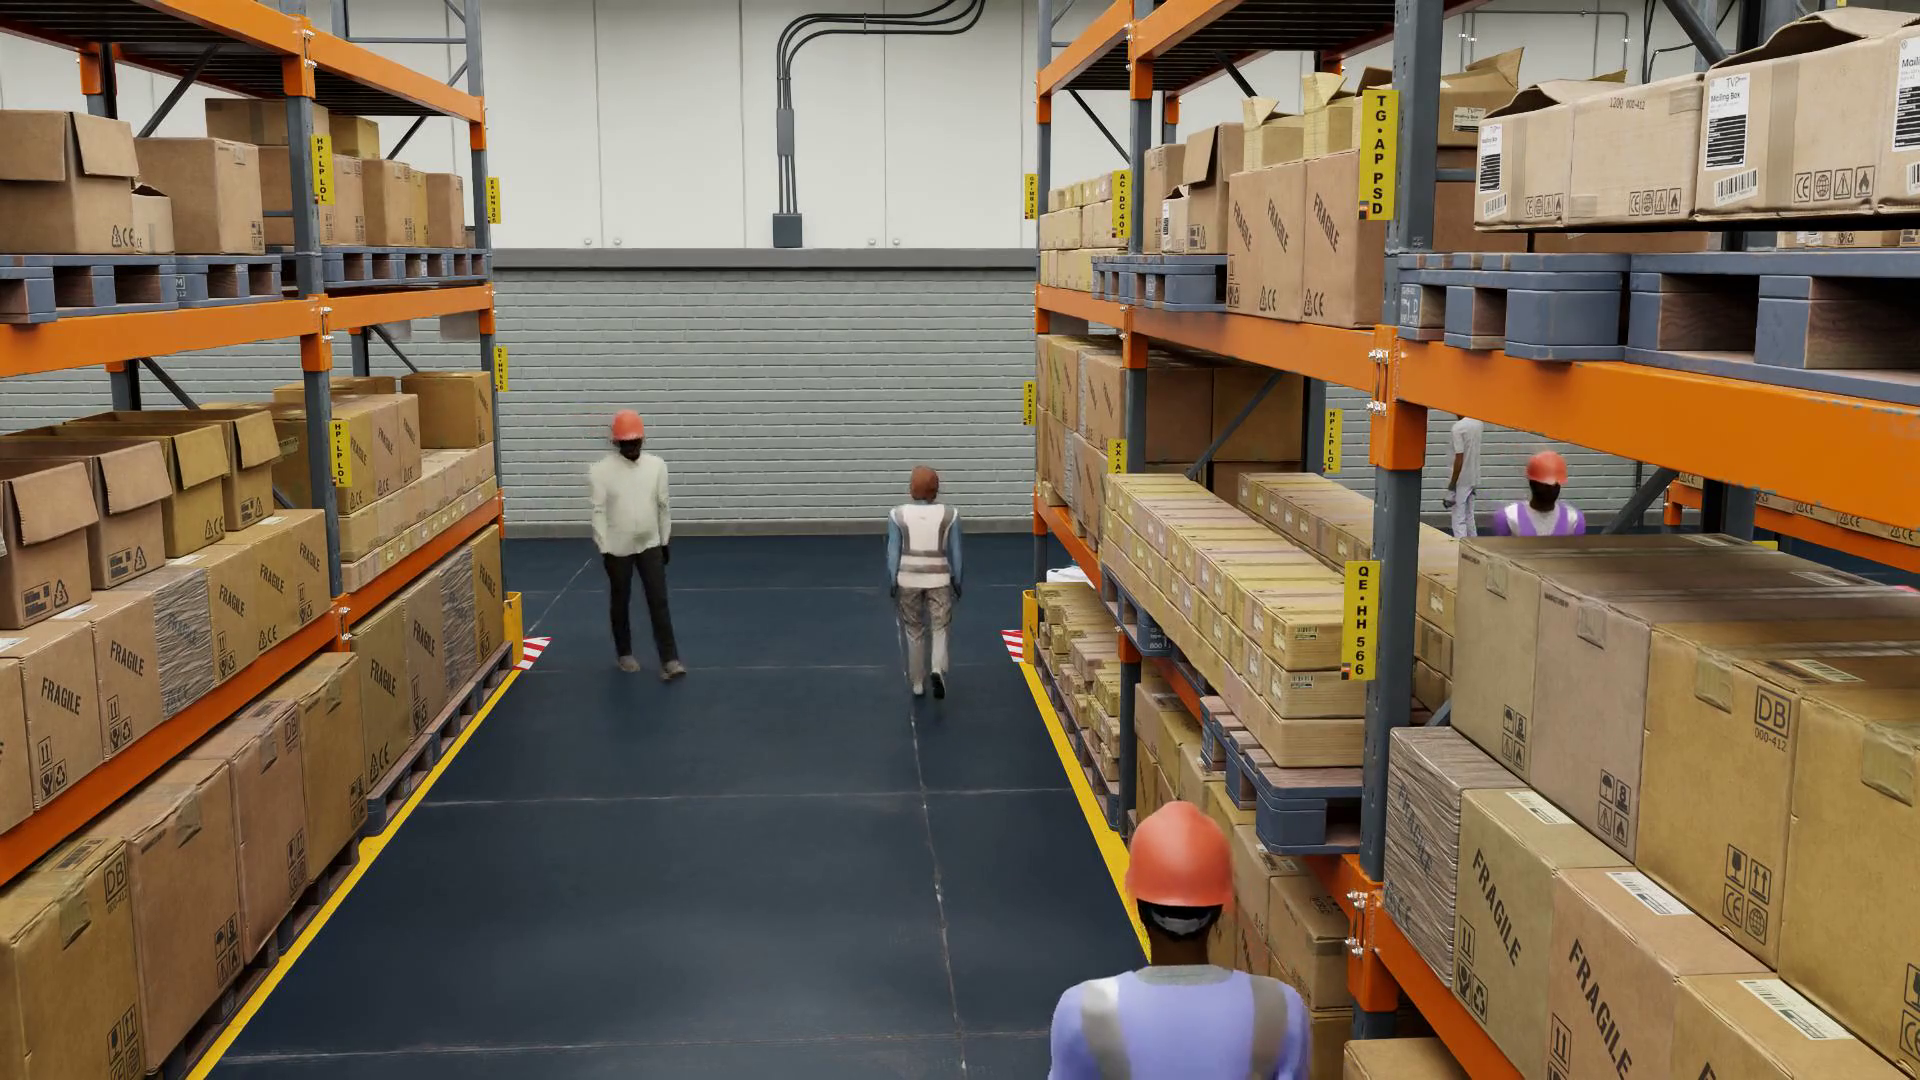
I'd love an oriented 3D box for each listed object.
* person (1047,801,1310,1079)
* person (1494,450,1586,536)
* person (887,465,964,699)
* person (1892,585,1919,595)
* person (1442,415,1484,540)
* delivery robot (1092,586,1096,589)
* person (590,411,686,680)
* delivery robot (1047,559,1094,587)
[{"bbox_3d":[0.452,1.492,3.613,0.561,1.886,1.020,-1,10,-3],"label":"person"},{"bbox_3d":[3.537,0.363,10.267,0.552,1.899,0.954,0,10,3],"label":"person"},{"bbox_3d":[-0.240,0.310,11.340,0.522,1.627,0.532,0,10,1],"label":"person"},{"bbox_3d":[3.342,1.109,5.874,0.562,1.895,0.991,-2,10,-11],"label":"person"},{"bbox_3d":[4.626,-0.496,15.362,0.330,1.874,0.518,9,13,41],"label":"person"},{"bbox_3d":[1.323,0.477,13.229,0.707,0.478,0.477,-3,10,-19],"label":"delivery robot"},{"bbox_3d":[-2.313,0.055,11.900,0.625,1.943,1.001,-5,11,-29],"label":"person"},{"bbox_3d":[0.970,0.392,13.727,0.477,0.478,0.707,-9,13,-42],"label":"delivery robot"}]
